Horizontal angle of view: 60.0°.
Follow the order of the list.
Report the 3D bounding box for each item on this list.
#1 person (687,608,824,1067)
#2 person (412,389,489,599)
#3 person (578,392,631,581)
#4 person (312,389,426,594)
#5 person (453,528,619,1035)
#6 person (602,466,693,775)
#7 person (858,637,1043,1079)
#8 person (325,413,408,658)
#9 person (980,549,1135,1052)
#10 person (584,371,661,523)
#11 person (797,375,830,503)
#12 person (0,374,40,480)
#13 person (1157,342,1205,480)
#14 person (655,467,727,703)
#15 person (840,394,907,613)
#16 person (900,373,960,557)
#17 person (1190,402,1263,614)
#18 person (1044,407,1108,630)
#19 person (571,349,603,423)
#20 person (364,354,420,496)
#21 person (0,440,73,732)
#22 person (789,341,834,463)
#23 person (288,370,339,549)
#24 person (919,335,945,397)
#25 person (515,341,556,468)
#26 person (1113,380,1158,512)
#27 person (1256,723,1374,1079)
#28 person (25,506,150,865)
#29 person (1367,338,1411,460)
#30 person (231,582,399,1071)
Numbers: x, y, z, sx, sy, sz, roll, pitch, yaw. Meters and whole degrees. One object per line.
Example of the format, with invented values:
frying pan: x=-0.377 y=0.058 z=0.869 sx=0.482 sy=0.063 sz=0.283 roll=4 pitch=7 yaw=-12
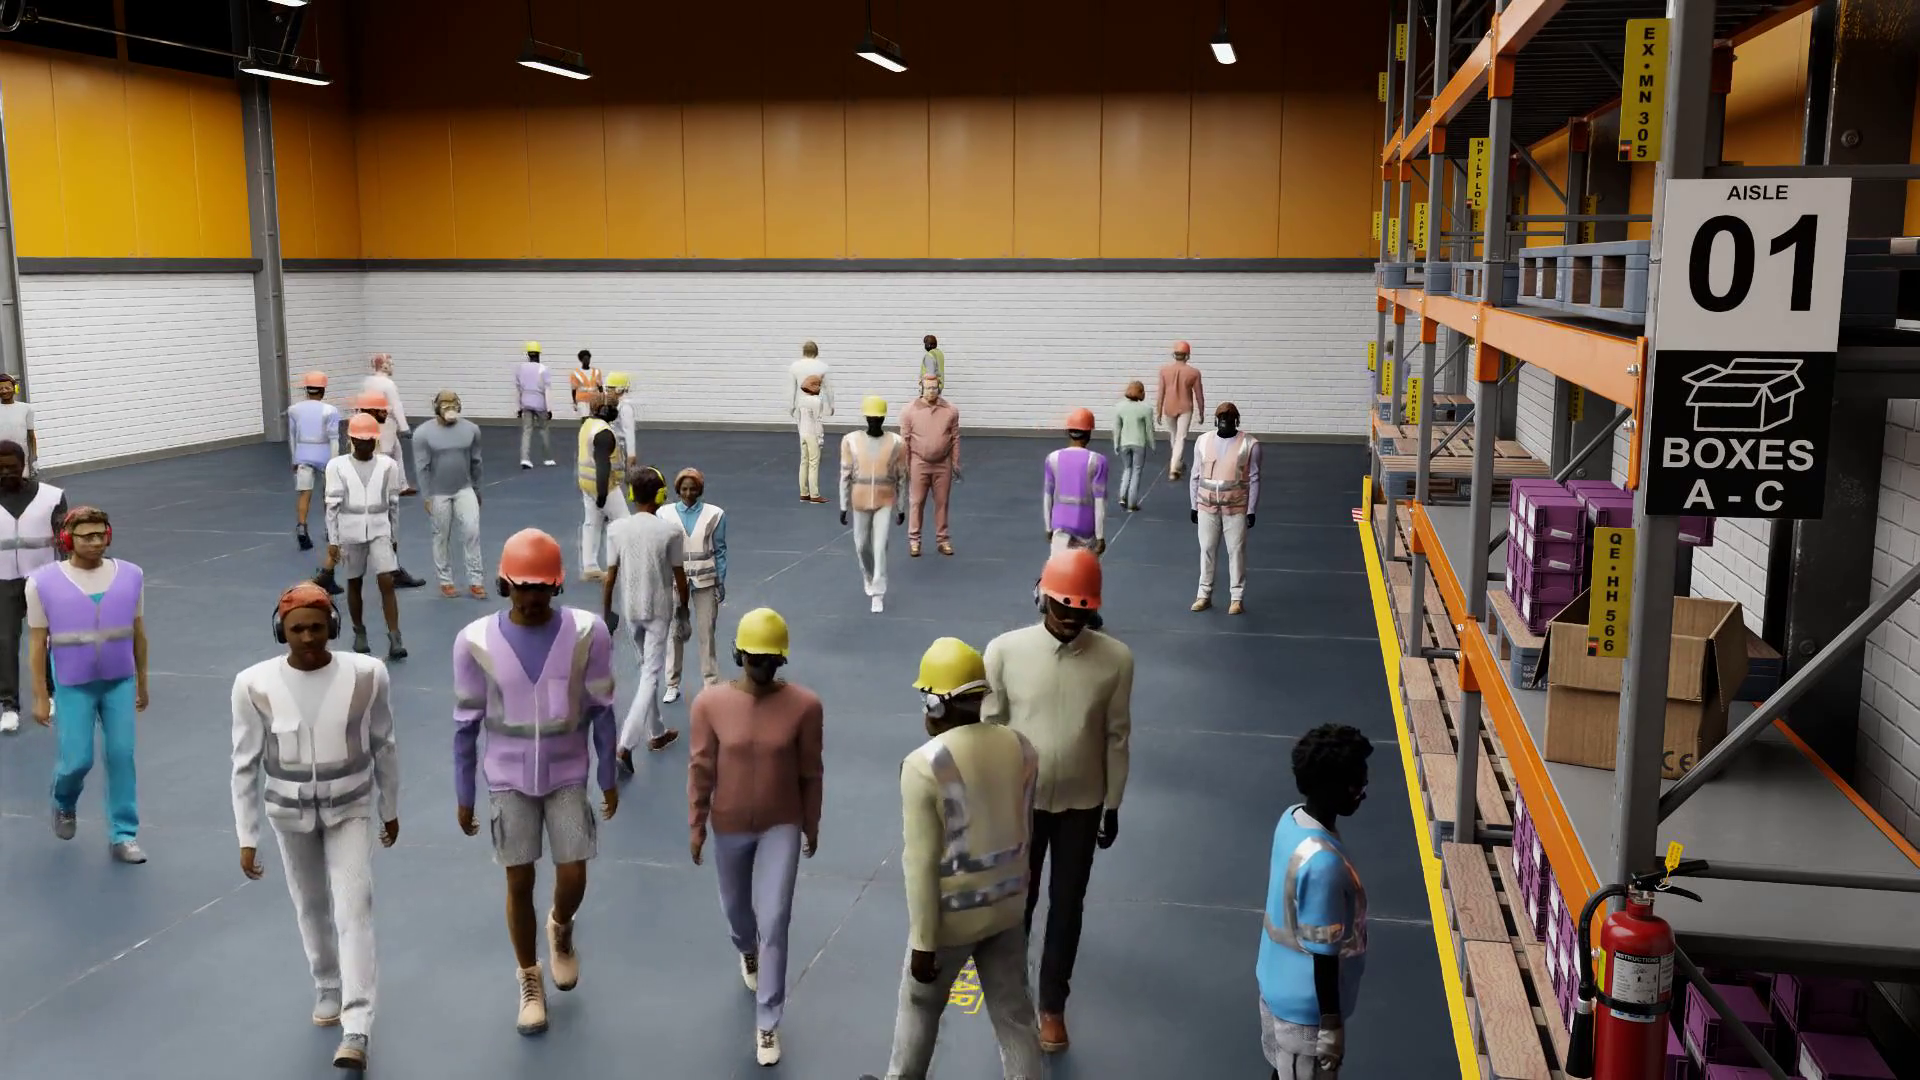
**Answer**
person: x=-0.804 y=1.089 z=6.575 sx=0.528 sy=1.735 sz=0.791 roll=-1 pitch=9 yaw=-6
person: x=-4.557 y=-0.393 z=14.960 sx=0.633 sy=1.909 sz=0.764 roll=-6 pitch=11 yaw=-31
person: x=-3.362 y=-0.508 z=15.965 sx=0.650 sy=1.817 sz=0.621 roll=-6 pitch=11 yaw=-31
person: x=-5.534 y=-0.444 z=15.353 sx=0.988 sy=1.895 sz=0.535 roll=-4 pitch=10 yaw=-21
person: x=-1.679 y=0.942 z=6.595 sx=0.647 sy=2.021 sz=0.502 roll=-2 pitch=10 yaw=-14
person: x=-1.934 y=0.473 z=10.047 sx=0.540 sy=1.828 sz=0.924 roll=3 pitch=10 yaw=19
person: x=-0.015 y=1.221 z=5.623 sx=0.609 sy=1.786 sz=0.902 roll=-8 pitch=12 yaw=-40
person: x=-4.546 y=-0.015 z=12.747 sx=0.570 sy=1.896 sz=0.934 roll=-5 pitch=11 yaw=-28
person: x=0.360 y=0.985 z=6.480 sx=0.617 sy=1.972 sz=0.553 roll=-1 pitch=9 yaw=-4
person: x=-3.965 y=-1.096 z=19.569 sx=0.923 sy=1.796 sz=0.597 roll=-4 pitch=10 yaw=-23
person: x=-1.889 y=-1.284 z=21.173 sx=0.284 sy=1.633 sz=0.498 roll=-7 pitch=12 yaw=-37
person: x=-10.170 y=-0.848 z=17.840 sx=0.513 sy=1.872 sz=0.328 roll=-5 pitch=11 yaw=-29
person: x=3.141 y=-1.839 z=23.609 sx=0.646 sy=1.938 sz=1.048 roll=4 pitch=10 yaw=23
person: x=-1.871 y=0.313 z=11.544 sx=0.512 sy=1.637 sz=0.307 roll=-1 pitch=10 yaw=-7
person: x=-0.761 y=-0.357 z=14.801 sx=0.594 sy=1.903 sz=0.859 roll=0 pitch=9 yaw=2
person: x=-0.306 y=-0.780 z=17.319 sx=0.650 sy=1.906 sz=0.404 roll=-2 pitch=10 yaw=-14
person: x=2.296 y=-0.279 z=14.488 sx=0.626 sy=1.847 sz=0.429 roll=4 pitch=10 yaw=24
person: x=0.937 y=-0.132 z=13.487 sx=0.558 sy=1.890 sz=0.977 roll=4 pitch=10 yaw=21
person: x=-6.045 y=-2.253 z=26.884 sx=0.531 sy=1.674 sz=0.750 roll=-7 pitch=12 yaw=-36
person: x=-7.303 y=-1.454 z=21.481 sx=0.863 sy=1.875 sz=0.650 roll=-7 pitch=12 yaw=-37
person: x=-6.140 y=0.294 z=10.920 sx=0.606 sy=1.882 sz=0.862 roll=-5 pitch=11 yaw=-27
person: x=-2.231 y=-2.029 z=24.915 sx=0.651 sy=1.890 sz=1.033 roll=2 pitch=10 yaw=13
person: x=-6.947 y=-0.870 z=17.883 sx=0.554 sy=1.908 sz=0.921 roll=-1 pitch=9 yaw=-5
person: x=-0.487 y=-2.564 z=28.274 sx=0.429 sy=1.837 sz=0.633 roll=3 pitch=10 yaw=17
person: x=-6.356 y=-2.001 z=24.810 sx=0.606 sy=1.909 sz=0.876 roll=2 pitch=10 yaw=10
person: x=2.147 y=-1.152 z=20.425 sx=0.505 sy=1.617 sz=0.370 roll=6 pitch=11 yaw=33
person: x=1.056 y=1.372 z=4.989 sx=0.318 sy=1.693 sz=0.539 roll=0 pitch=9 yaw=1
person: x=-4.420 y=0.727 z=8.463 sx=0.604 sy=1.829 sz=0.579 roll=8 pitch=13 yaw=41
person: x=6.611 y=-2.160 z=25.656 sx=0.640 sy=1.908 sz=0.959 roll=8 pitch=12 yaw=39
person: x=-2.450 y=1.077 z=6.335 sx=0.582 sy=1.832 sz=0.977 roll=-3 pitch=10 yaw=-15
